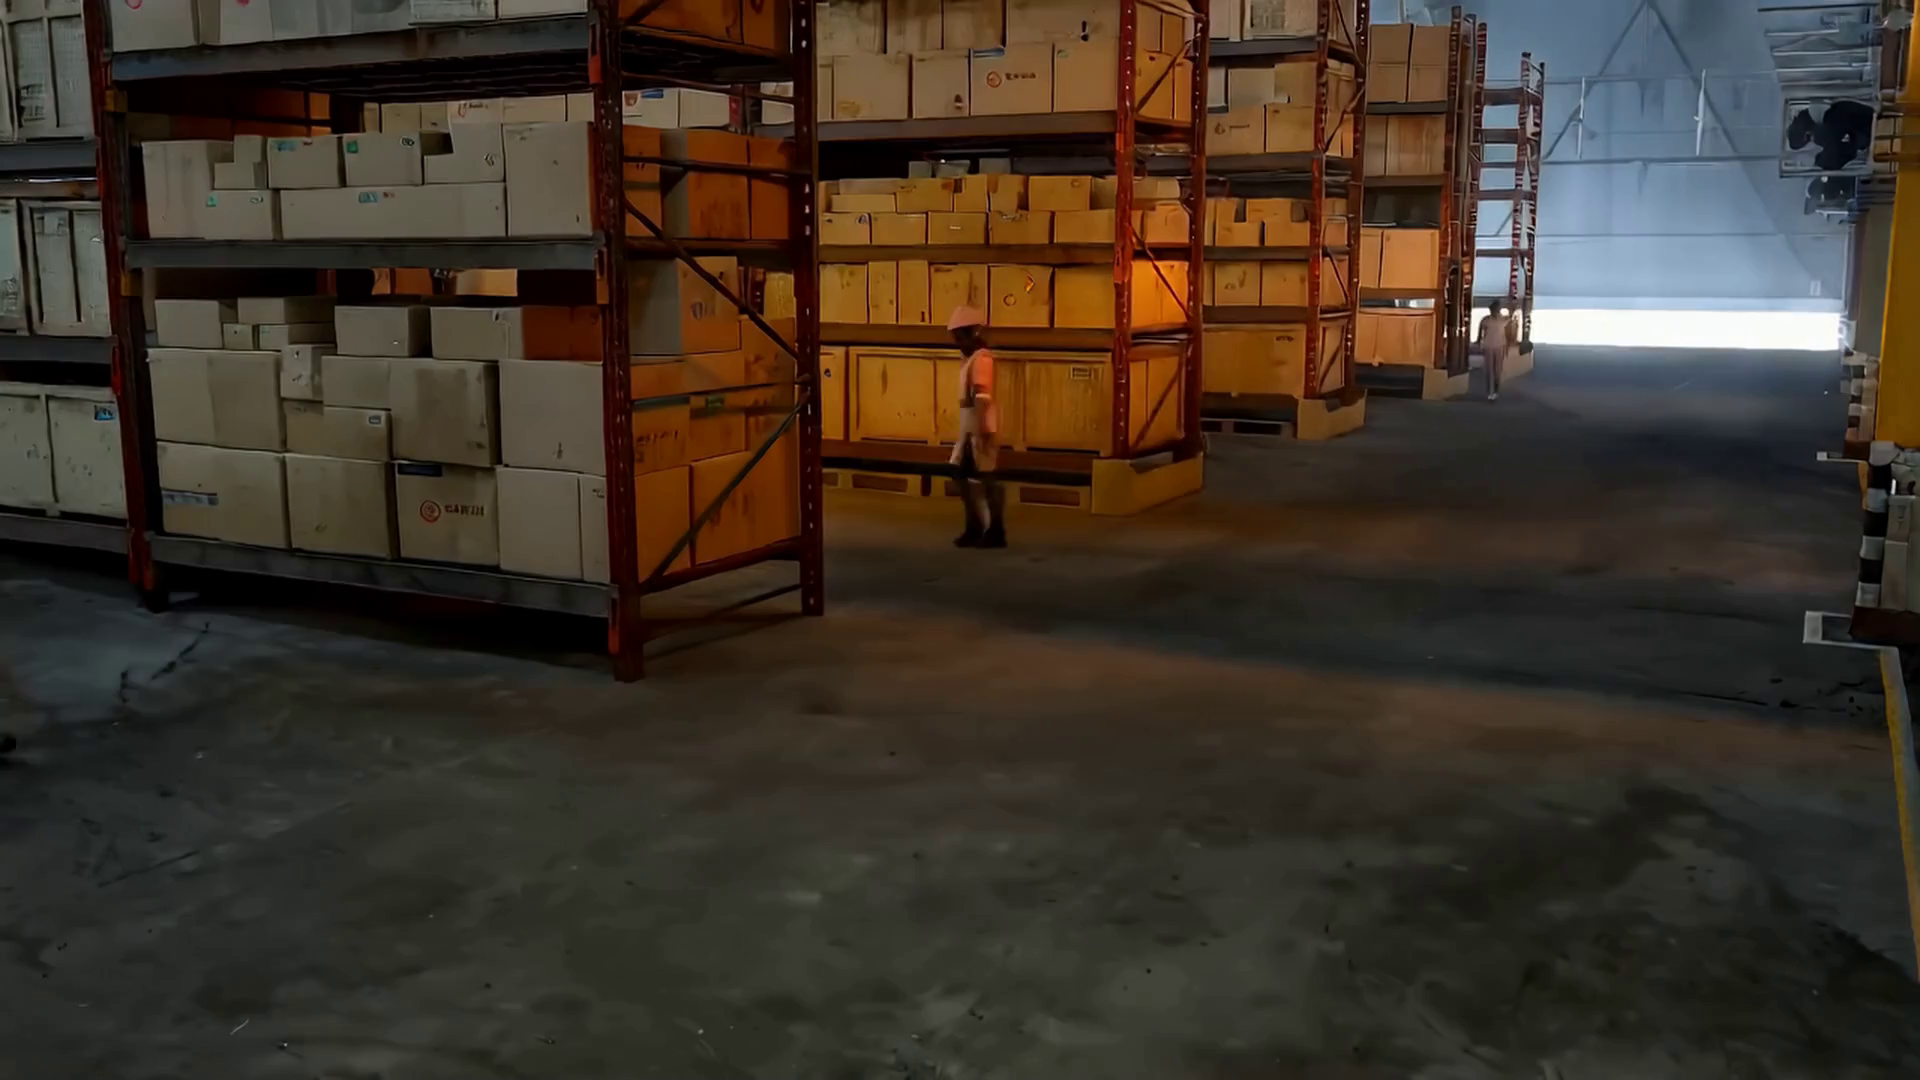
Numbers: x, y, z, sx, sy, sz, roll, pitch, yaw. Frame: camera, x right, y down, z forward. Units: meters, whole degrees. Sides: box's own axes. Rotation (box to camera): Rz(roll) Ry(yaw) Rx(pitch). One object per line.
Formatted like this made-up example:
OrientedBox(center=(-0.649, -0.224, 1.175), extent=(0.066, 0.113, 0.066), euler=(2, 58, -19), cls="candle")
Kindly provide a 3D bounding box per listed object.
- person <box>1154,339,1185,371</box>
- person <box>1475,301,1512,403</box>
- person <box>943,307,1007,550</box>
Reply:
OrientedBox(center=(2.463, -1.988, 20.081), extent=(0.574, 1.732, 0.552), euler=(-3, 10, -19), cls="person")
OrientedBox(center=(8.370, -2.964, 26.134), extent=(0.535, 1.588, 0.875), euler=(5, 11, 26), cls="person")
OrientedBox(center=(0.122, -0.865, 13.080), extent=(0.560, 1.899, 0.666), euler=(-2, 10, -13), cls="person")
